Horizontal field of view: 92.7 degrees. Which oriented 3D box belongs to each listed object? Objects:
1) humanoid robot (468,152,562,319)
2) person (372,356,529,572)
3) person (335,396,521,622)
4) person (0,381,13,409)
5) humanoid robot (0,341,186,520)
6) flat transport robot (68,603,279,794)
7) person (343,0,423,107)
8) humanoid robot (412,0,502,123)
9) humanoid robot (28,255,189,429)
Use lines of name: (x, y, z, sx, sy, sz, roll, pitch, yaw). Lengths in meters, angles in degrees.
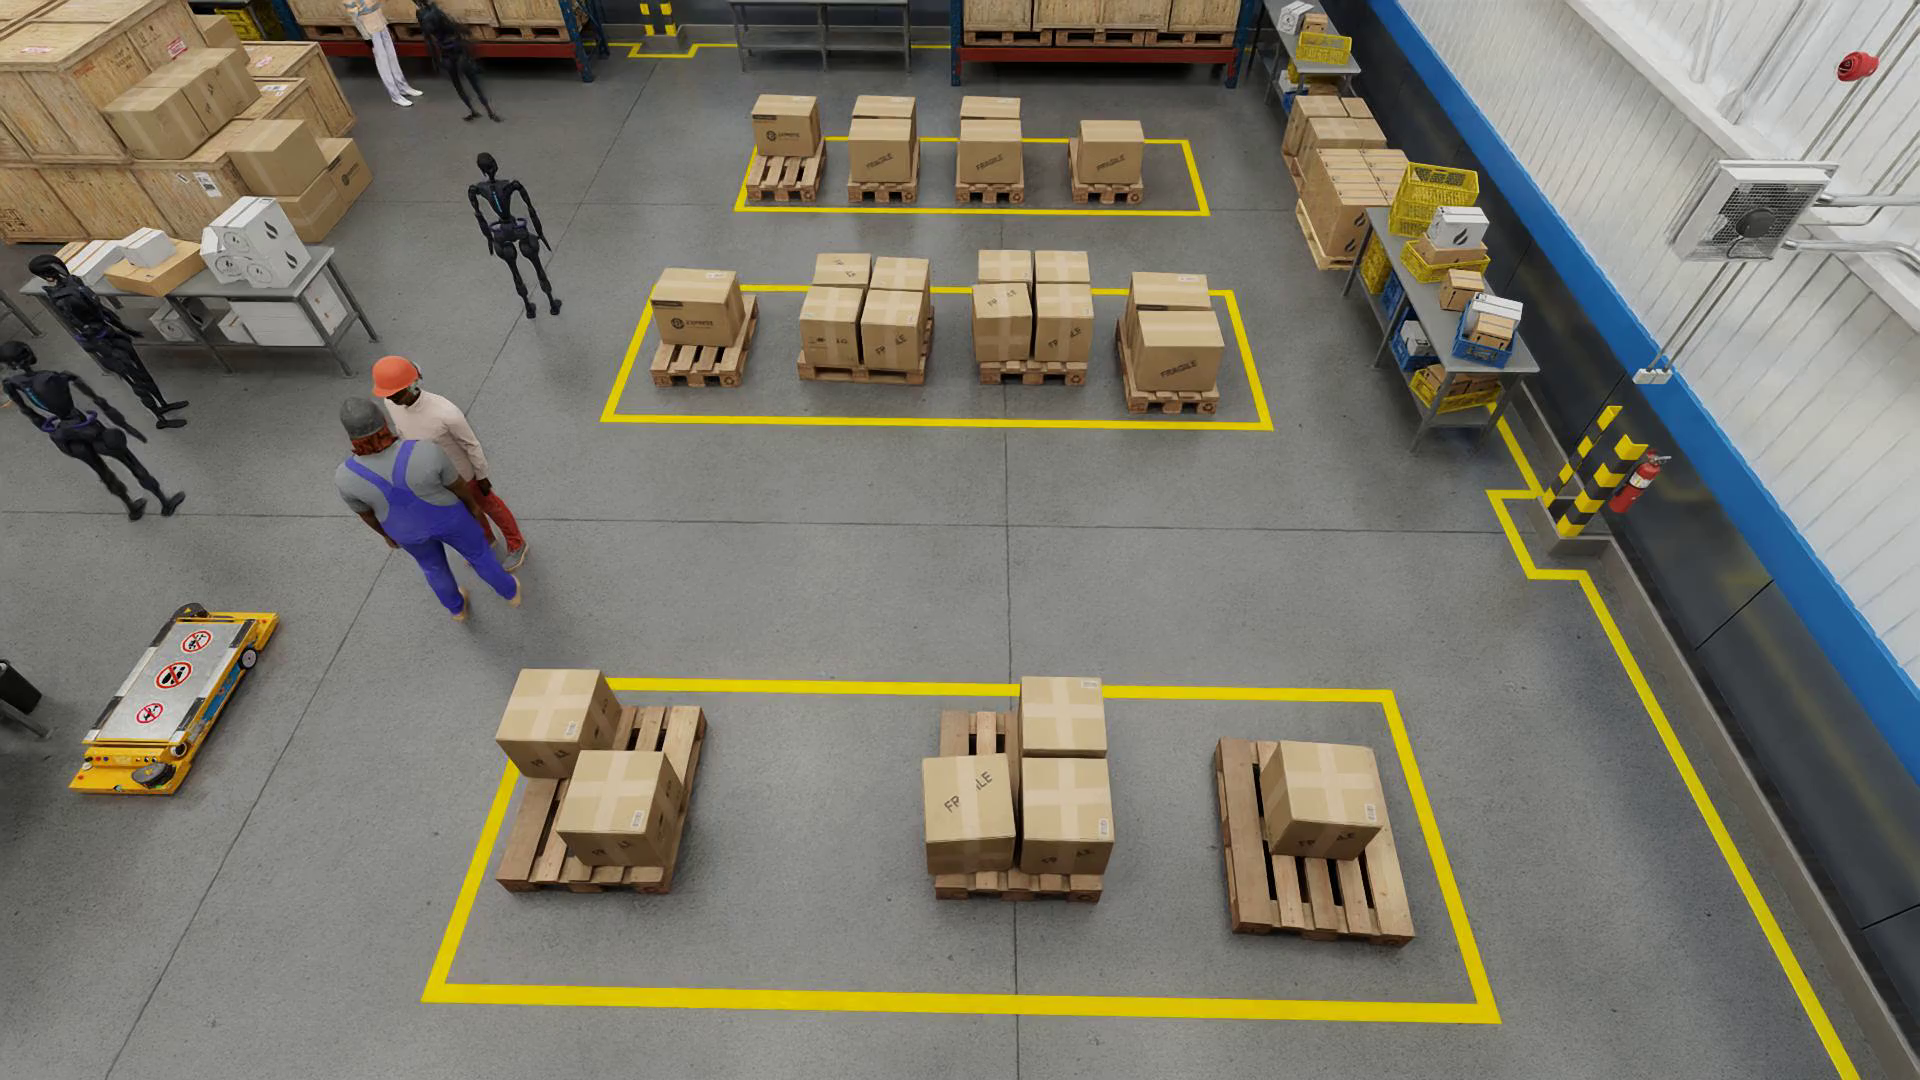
humanoid robot: (-4.351, -2.960, 8.948, 0.563, 1.651, 0.355, -14, 51, -12)
person: (-3.708, -0.527, 6.683, 0.610, 1.994, 0.377, 12, 51, 10)
person: (-3.712, -0.200, 6.376, 0.682, 2.000, 0.536, -16, 52, -13)
person: (-9.130, -1.928, 7.940, 0.583, 1.882, 0.337, 37, 59, 27)
humanoid robot: (-6.816, -0.842, 7.150, 0.612, 1.655, 0.320, -9, 50, -7)
flat transport robot: (-5.504, 1.072, 6.442, 0.652, 0.197, 1.431, 1, 50, 1)
person: (-7.639, -6.717, 11.965, 0.373, 1.924, 0.594, 4, 50, 3)
humanoid robot: (-6.420, -6.137, 11.645, 0.640, 1.636, 0.364, 14, 51, 11)
humanoid robot: (-7.274, -1.694, 7.868, 0.313, 1.659, 0.609, -19, 52, -15)
